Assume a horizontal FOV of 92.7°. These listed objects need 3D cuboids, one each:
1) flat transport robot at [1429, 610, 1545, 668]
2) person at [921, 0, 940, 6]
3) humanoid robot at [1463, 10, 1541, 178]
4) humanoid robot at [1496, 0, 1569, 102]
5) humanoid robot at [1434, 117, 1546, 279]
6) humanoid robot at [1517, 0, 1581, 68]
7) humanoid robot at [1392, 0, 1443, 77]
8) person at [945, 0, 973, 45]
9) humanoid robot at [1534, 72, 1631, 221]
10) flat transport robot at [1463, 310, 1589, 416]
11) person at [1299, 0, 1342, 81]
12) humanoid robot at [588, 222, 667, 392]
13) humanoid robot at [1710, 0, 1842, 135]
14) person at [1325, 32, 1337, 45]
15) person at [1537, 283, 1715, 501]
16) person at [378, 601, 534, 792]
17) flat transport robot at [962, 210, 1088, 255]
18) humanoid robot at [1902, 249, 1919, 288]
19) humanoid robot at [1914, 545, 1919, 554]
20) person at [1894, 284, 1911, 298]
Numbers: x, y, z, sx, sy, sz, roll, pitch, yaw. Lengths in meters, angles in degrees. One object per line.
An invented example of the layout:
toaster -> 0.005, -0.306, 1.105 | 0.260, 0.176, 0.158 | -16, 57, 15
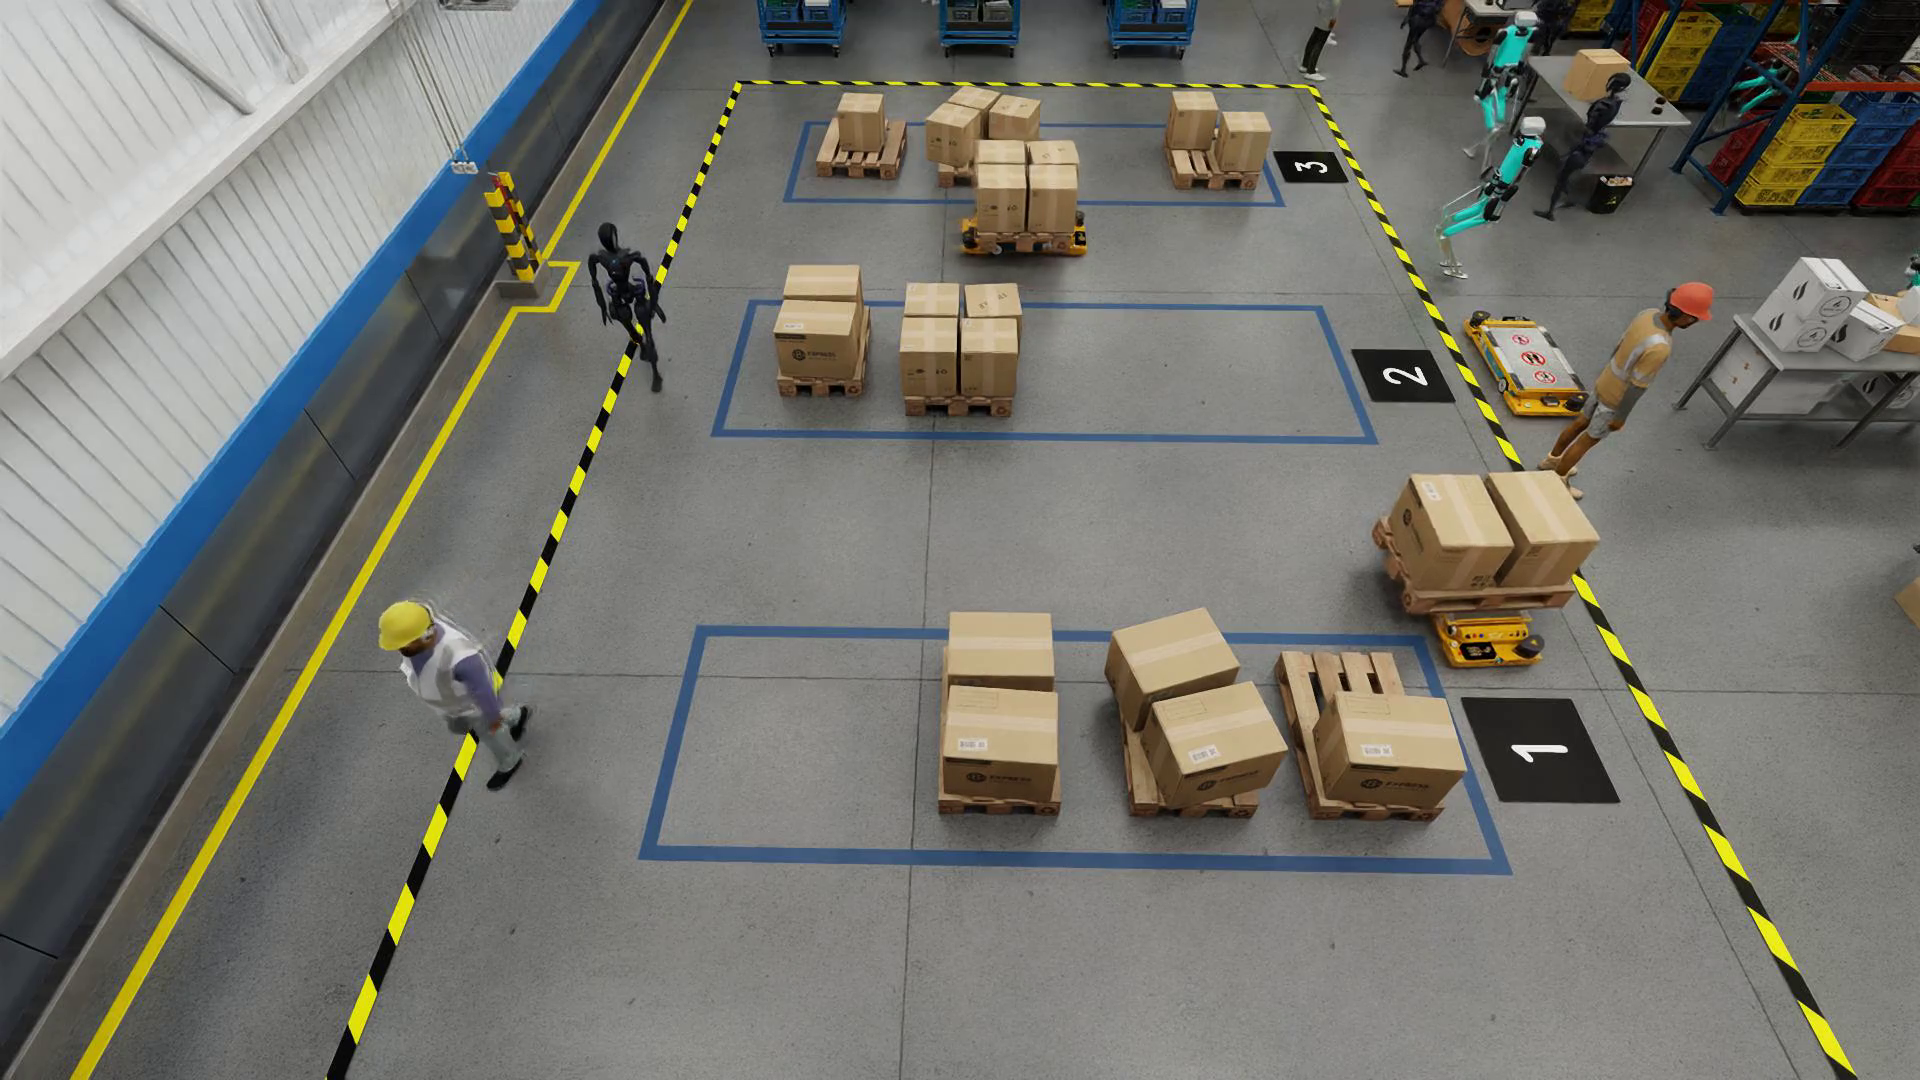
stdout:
flat transport robot -> 3.949, 0.338, 7.222 | 0.652, 0.197, 1.431 | -3, 49, -2
person -> -0.486, -9.797, 14.959 | 0.517, 1.865, 0.332 | 32, 56, 25
humanoid robot -> 6.709, -5.392, 11.255 | 0.547, 1.807, 0.888 | -4, 49, -3
humanoid robot -> 7.954, -6.952, 12.654 | 0.614, 1.616, 0.808 | -24, 53, -19
humanoid robot -> 5.379, -3.560, 9.554 | 0.735, 1.677, 0.533 | 8, 50, 7
humanoid robot -> 8.452, -7.462, 13.064 | 0.528, 1.650, 0.602 | -20, 52, -16
humanoid robot -> 6.645, -7.520, 13.113 | 0.609, 1.647, 0.372 | -20, 52, -17
person -> 0.000, -8.549, 13.892 | 0.741, 1.838, 0.522 | -27, 54, -22
humanoid robot -> 7.105, -4.451, 10.451 | 0.605, 1.653, 0.373 | -34, 57, -26
flat transport robot -> 5.573, -1.757, 9.054 | 0.659, 0.231, 1.431 | 1, 49, 1
person -> 5.280, -7.554, 13.024 | 0.397, 1.850, 0.596 | 0, 49, 0
humanoid robot -> -3.085, -2.228, 8.561 | 0.589, 1.628, 0.780 | -8, 50, -7
humanoid robot -> 10.315, -5.932, 11.688 | 0.977, 1.740, 0.549 | 9, 50, 8
person -> 5.849, -8.544, 13.951 | 0.300, 1.744, 0.483 | 10, 50, 9
person -> 5.335, -1.184, 7.389 | 0.389, 2.036, 0.613 | 14, 51, 12
person -> -3.074, 0.940, 5.691 | 0.613, 1.819, 0.460 | 23, 53, 19
flat transport robot -> 0.741, -3.573, 10.607 | 1.431, 0.197, 0.652 | 1, 49, 1
humanoid robot -> 9.596, -2.642, 8.911 | 0.820, 1.876, 0.550 | 36, 58, 27
humanoid robot -> 8.105, -0.436, 6.977 | 0.403, 1.642, 0.589 | -8, 50, -7
person -> 10.346, -3.167, 9.242 | 0.332, 1.837, 0.506 | -26, 54, -21
